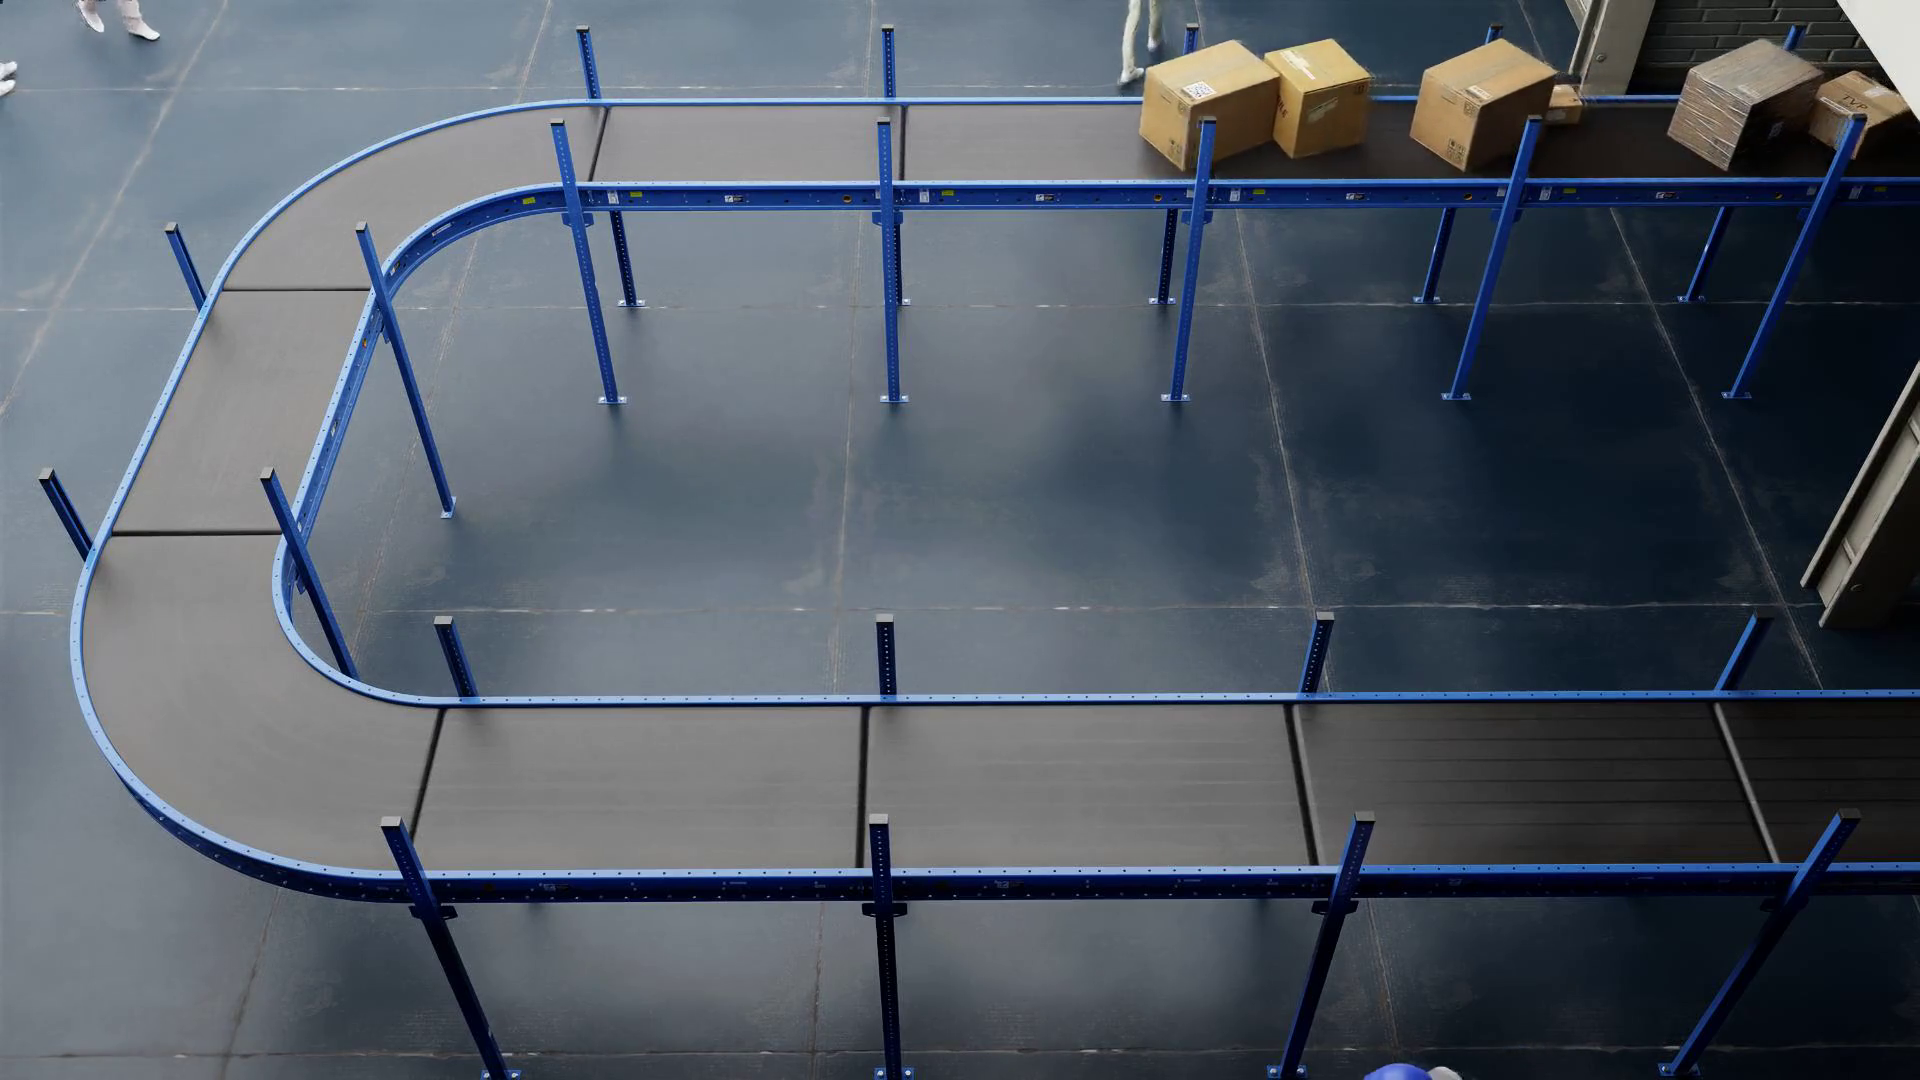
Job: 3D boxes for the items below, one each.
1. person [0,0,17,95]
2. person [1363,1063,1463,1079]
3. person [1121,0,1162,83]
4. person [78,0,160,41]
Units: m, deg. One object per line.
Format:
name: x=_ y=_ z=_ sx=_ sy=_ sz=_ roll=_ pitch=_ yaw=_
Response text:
person: x=-8.271 y=-4.598 z=14.304 sx=0.532 sy=1.849 sz=0.619 roll=21 pitch=50 yaw=18
person: x=1.888 y=2.754 z=7.405 sx=0.564 sy=1.900 sz=0.630 roll=28 pitch=53 yaw=24
person: x=1.602 y=-4.849 z=14.566 sx=0.527 sy=1.811 sz=0.926 roll=17 pitch=49 yaw=16
person: x=-7.515 y=-5.207 z=14.845 sx=0.580 sy=1.888 sz=0.655 roll=20 pitch=50 yaw=18
